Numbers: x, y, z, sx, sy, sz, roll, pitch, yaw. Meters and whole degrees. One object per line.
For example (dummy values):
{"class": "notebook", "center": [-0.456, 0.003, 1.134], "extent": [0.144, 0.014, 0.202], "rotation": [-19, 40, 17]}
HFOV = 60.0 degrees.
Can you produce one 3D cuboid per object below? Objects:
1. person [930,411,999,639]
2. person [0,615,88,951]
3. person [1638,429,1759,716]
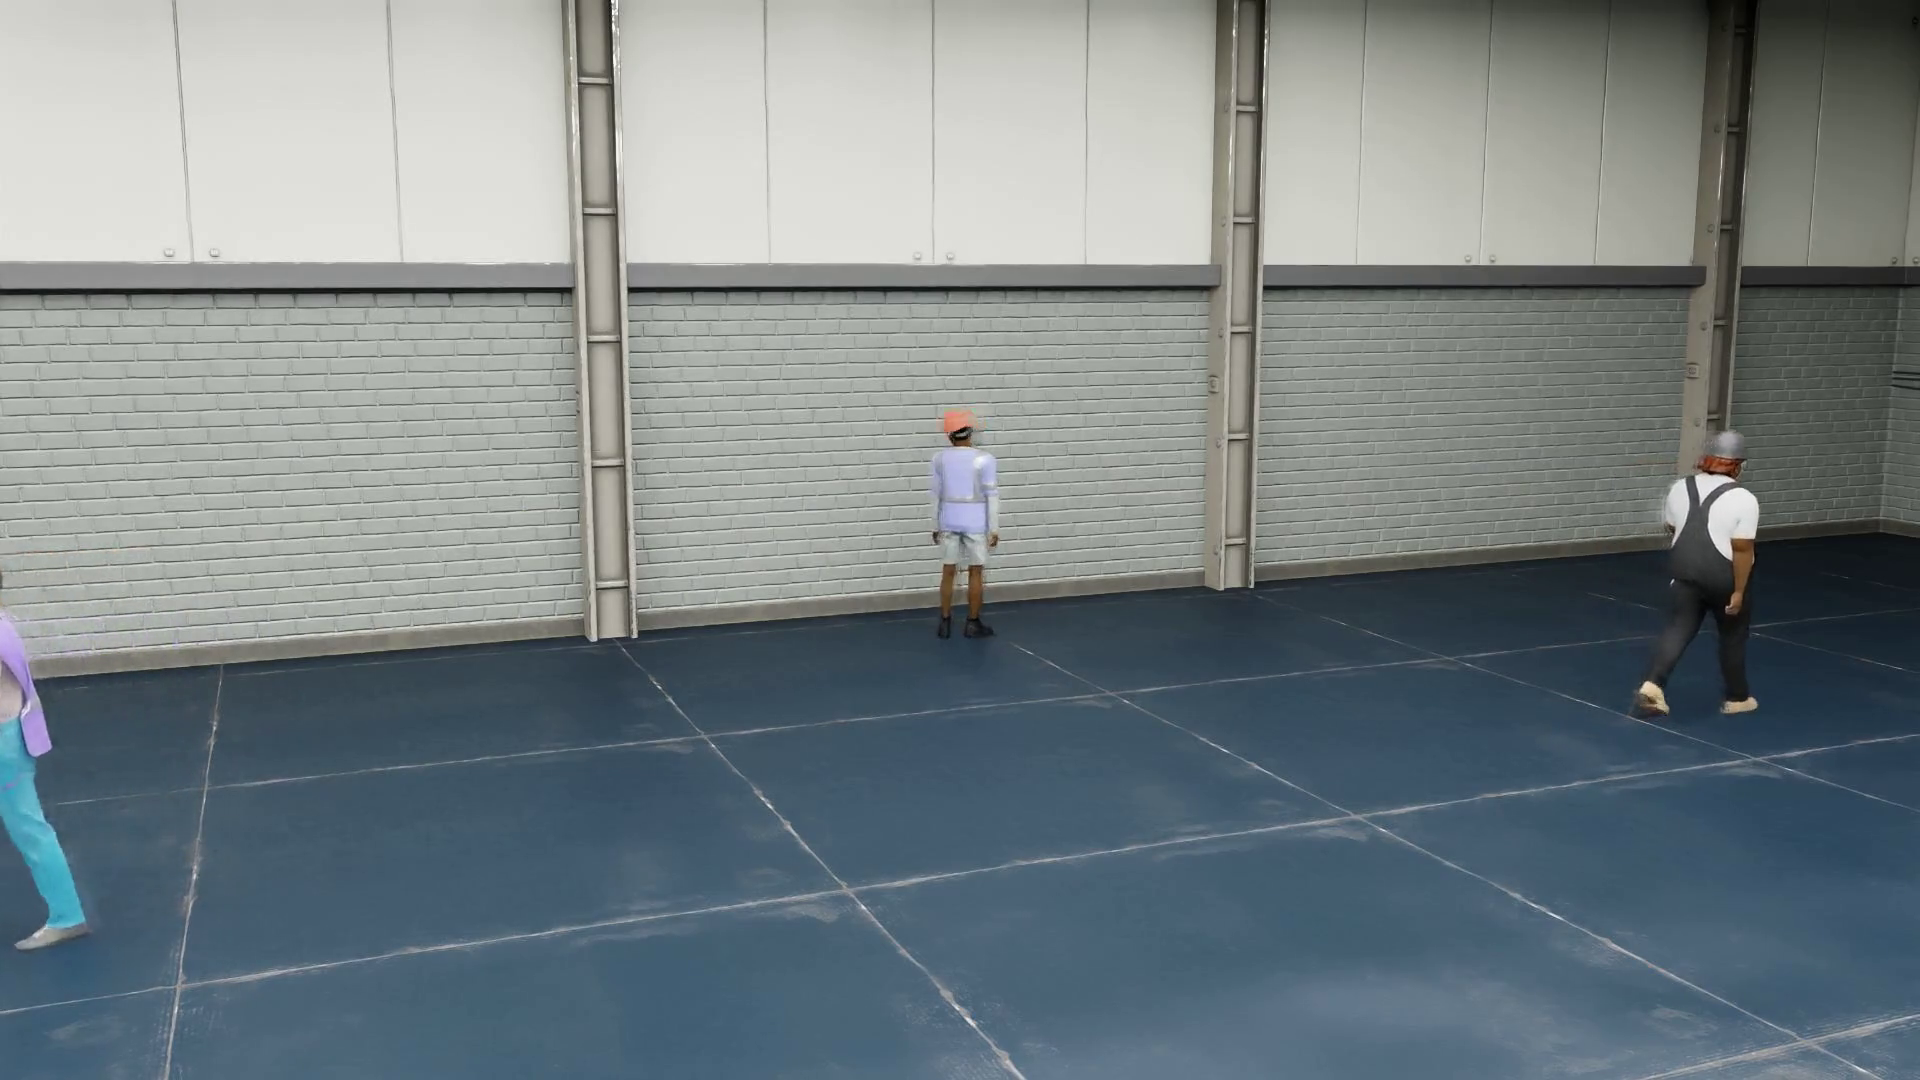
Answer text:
{"class": "person", "center": [0.027, -0.113, 13.851], "extent": [0.596, 1.905, 0.390], "rotation": [2, 9, 14]}
{"class": "person", "center": [-4.380, 0.978, 7.323], "extent": [0.909, 1.803, 0.576], "rotation": [-6, 11, -35]}
{"class": "person", "center": [5.113, 0.212, 11.384], "extent": [0.945, 2.000, 0.683], "rotation": [-6, 11, -32]}
